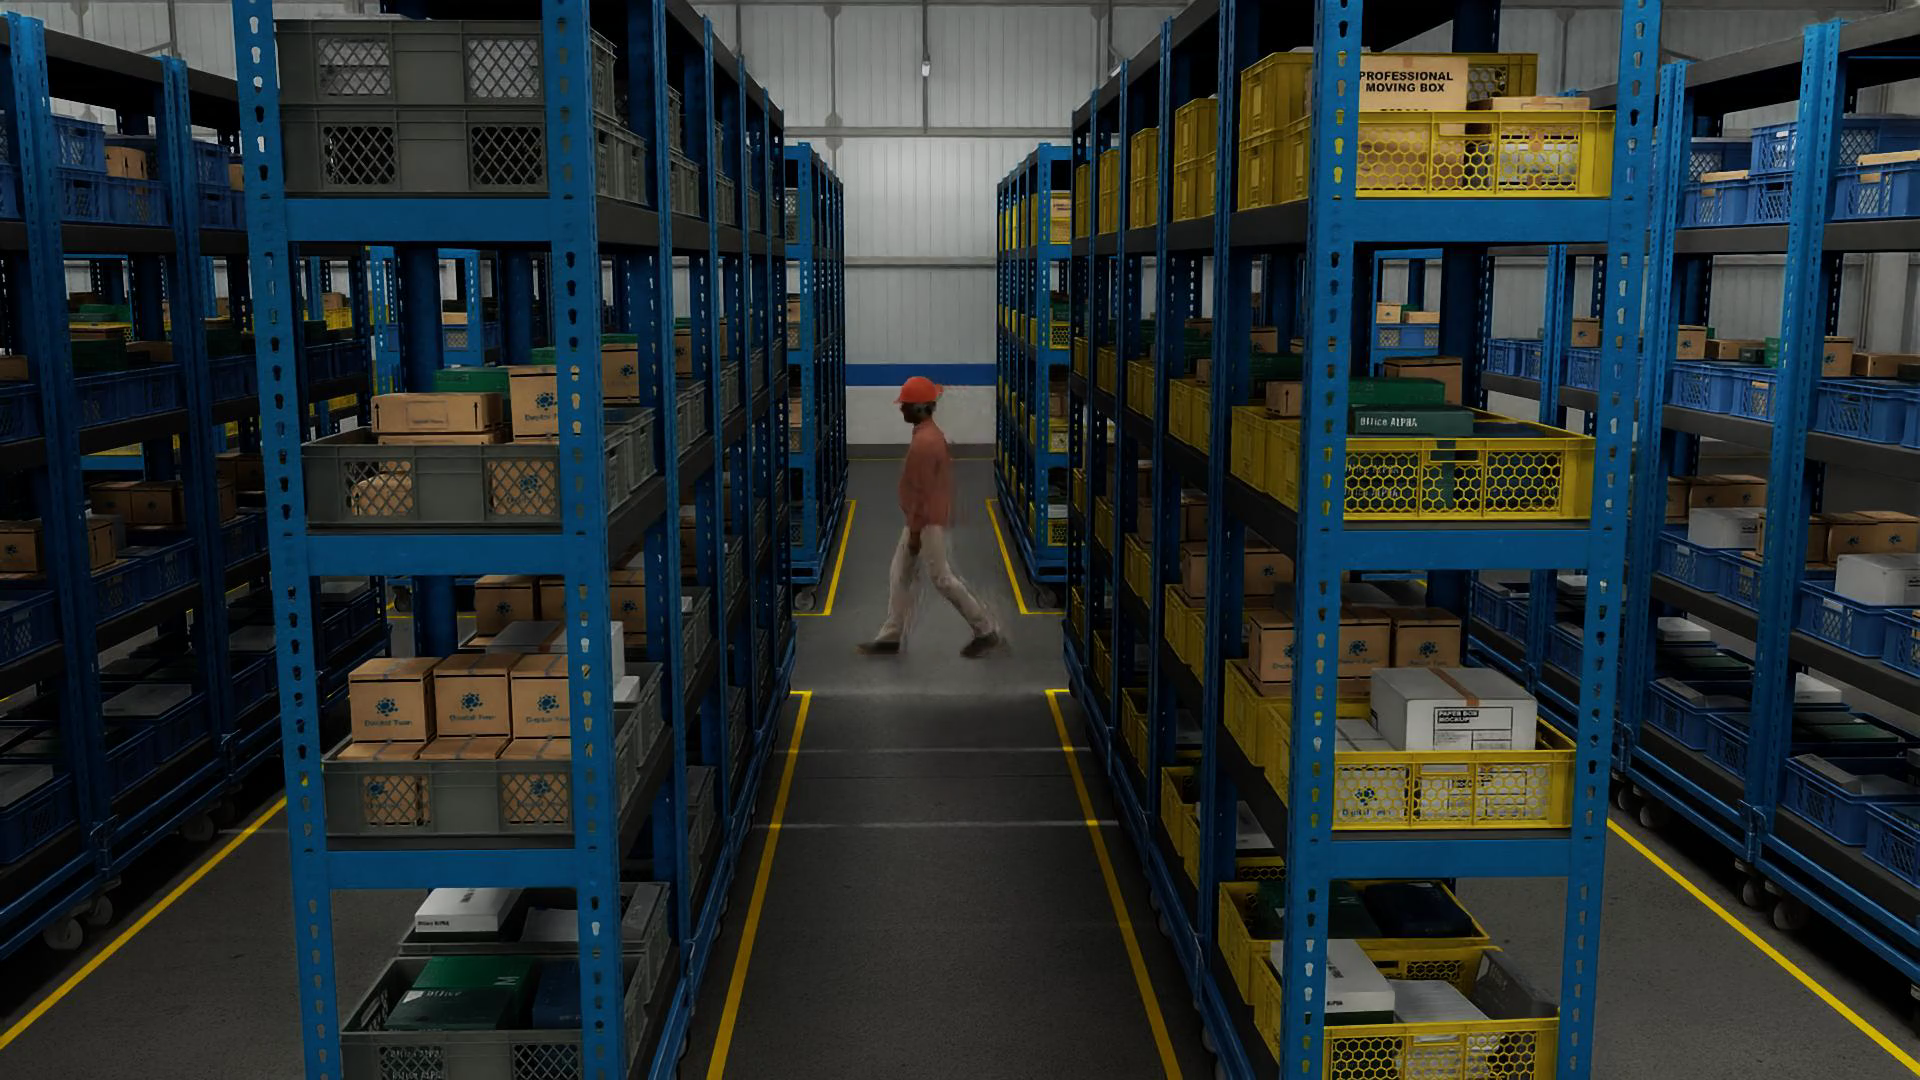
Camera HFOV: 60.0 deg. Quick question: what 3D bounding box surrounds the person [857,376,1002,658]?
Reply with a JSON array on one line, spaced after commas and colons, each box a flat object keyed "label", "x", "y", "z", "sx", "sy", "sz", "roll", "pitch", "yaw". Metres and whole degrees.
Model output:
[{"label": "person", "x": -0.180, "y": -0.147, "z": 11.361, "sx": 0.995, "sy": 1.958, "sz": 0.625, "roll": 0, "pitch": 9, "yaw": 0}]
